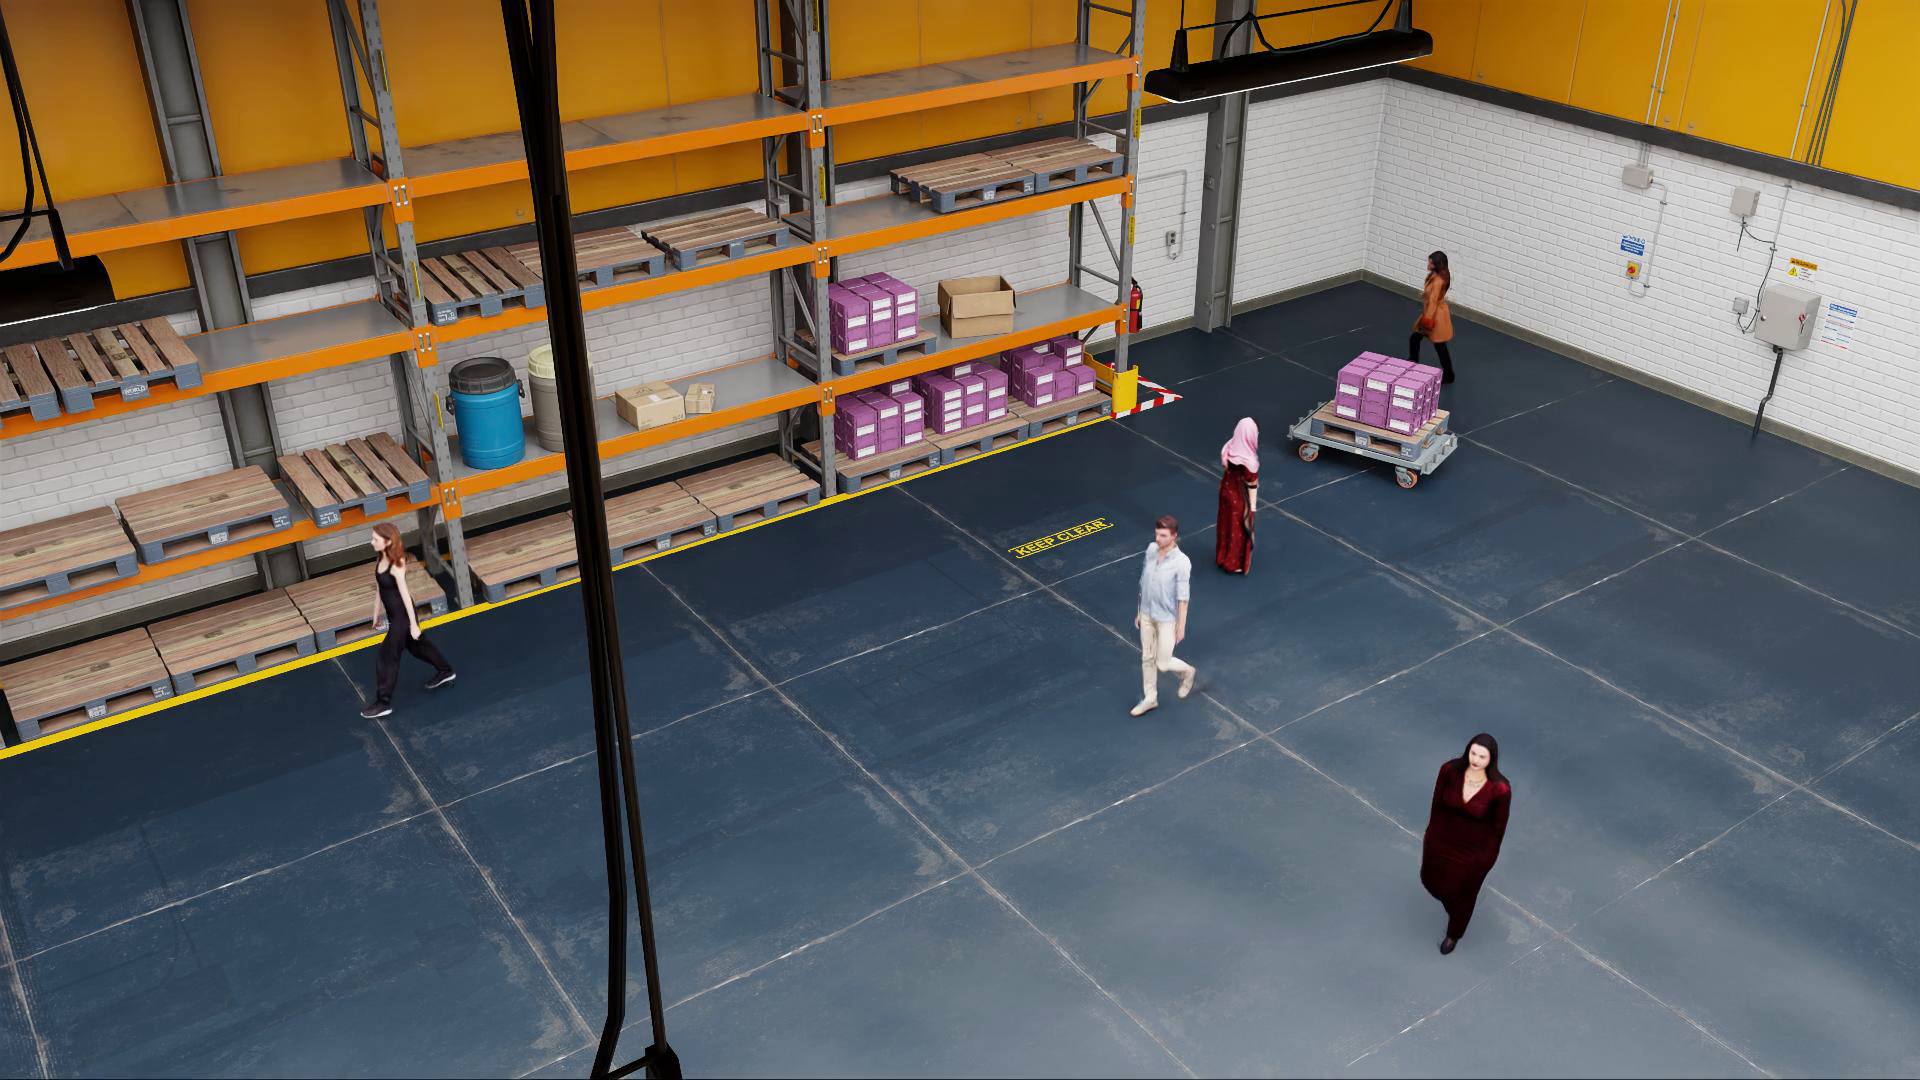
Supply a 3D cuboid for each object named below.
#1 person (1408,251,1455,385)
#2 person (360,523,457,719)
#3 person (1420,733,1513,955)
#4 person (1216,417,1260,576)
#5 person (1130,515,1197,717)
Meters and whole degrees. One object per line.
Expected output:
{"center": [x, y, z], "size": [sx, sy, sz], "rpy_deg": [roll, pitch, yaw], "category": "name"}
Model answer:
{"center": [5.761, -2.634, 19.919], "size": [1.102, 1.690, 1.016], "rpy_deg": [5, 29, 9], "category": "person"}
{"center": [-4.615, 0.609, 13.967], "size": [1.123, 1.697, 0.639], "rpy_deg": [-22, 35, -34], "category": "person"}
{"center": [3.456, 2.011, 11.346], "size": [0.804, 1.745, 0.881], "rpy_deg": [19, 34, 31], "category": "person"}
{"center": [2.657, -0.425, 15.930], "size": [0.657, 1.631, 0.711], "rpy_deg": [-12, 31, -21], "category": "person"}
{"center": [1.734, 0.607, 13.827], "size": [0.868, 1.834, 0.679], "rpy_deg": [-22, 35, -34], "category": "person"}
